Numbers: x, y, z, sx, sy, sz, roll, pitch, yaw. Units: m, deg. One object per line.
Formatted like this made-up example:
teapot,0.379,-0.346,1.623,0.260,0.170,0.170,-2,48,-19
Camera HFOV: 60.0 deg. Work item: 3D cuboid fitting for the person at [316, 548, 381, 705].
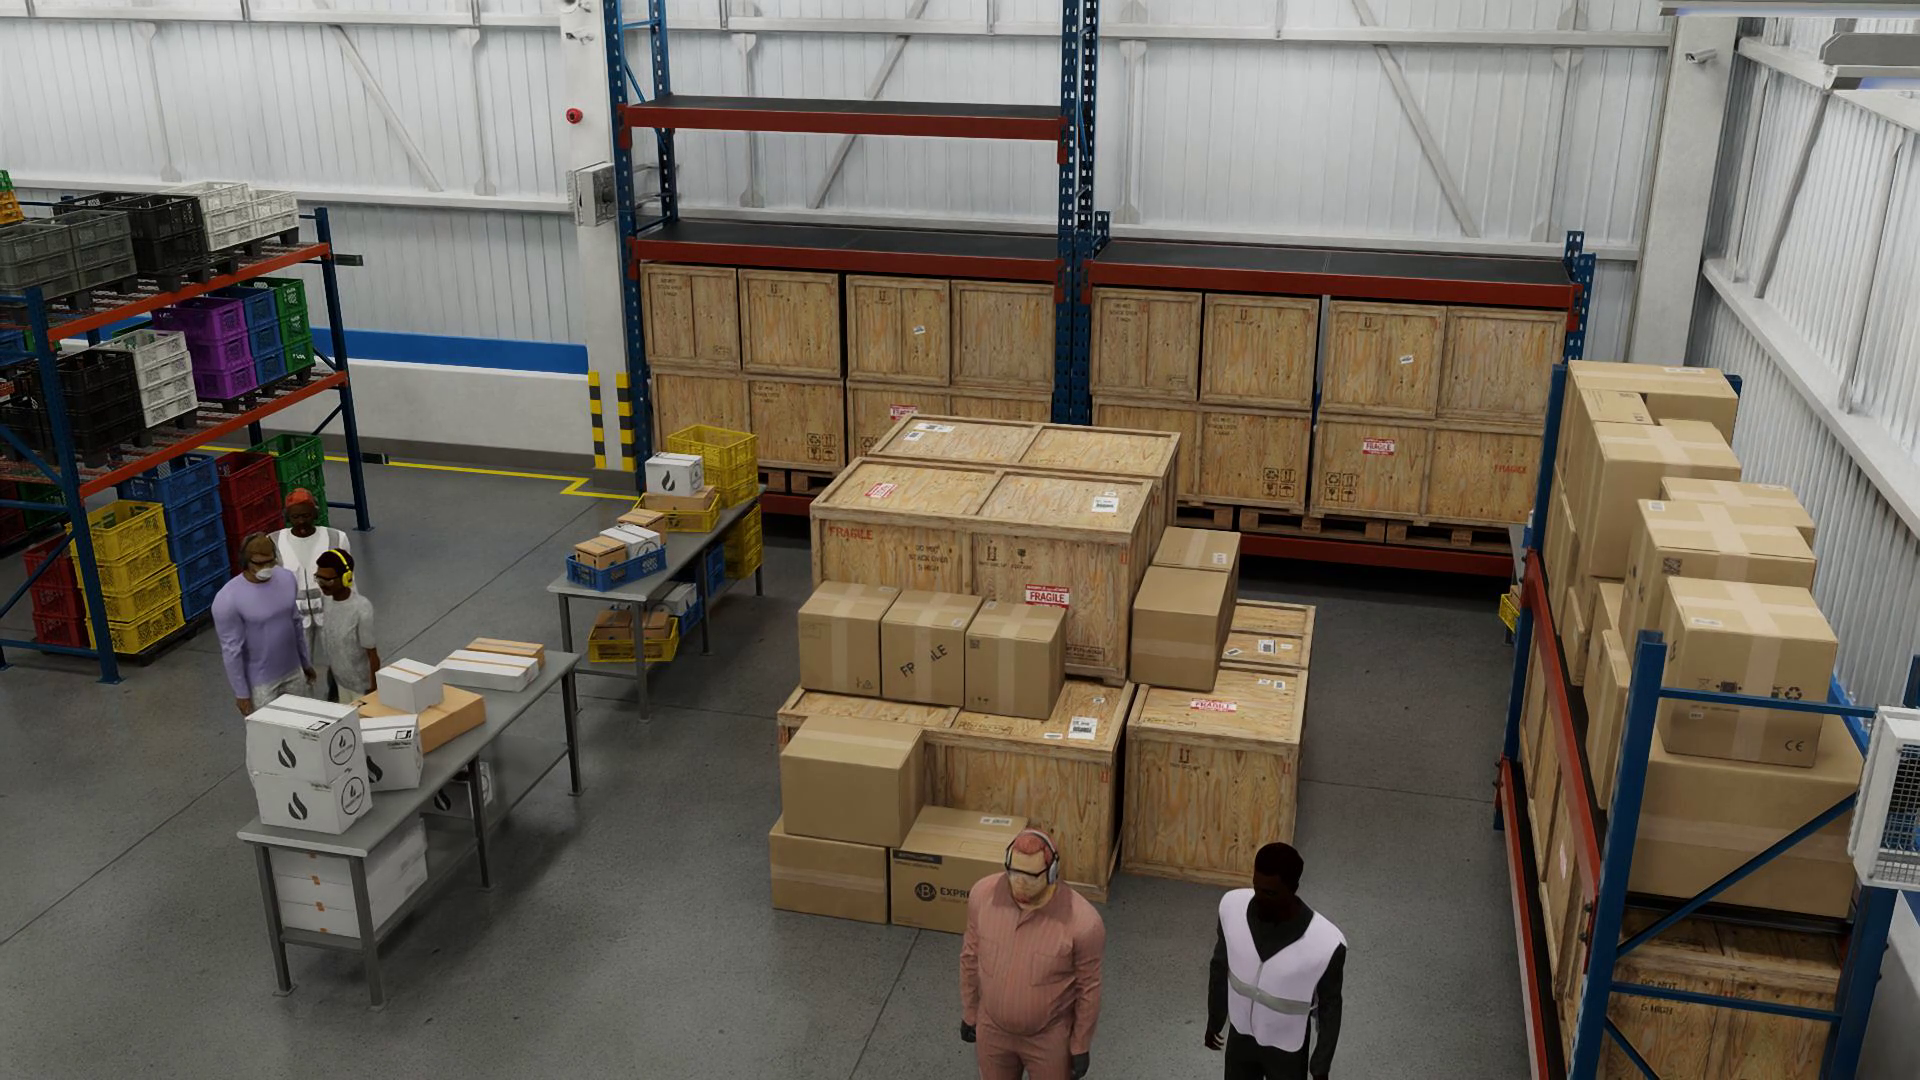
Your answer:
person,-3.795,0.919,10.400,0.514,1.866,0.337,16,26,35

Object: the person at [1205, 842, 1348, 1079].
person,1.337,2.127,7.154,0.597,1.916,0.371,15,26,35

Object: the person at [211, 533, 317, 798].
person,-4.321,0.858,10.454,0.370,1.934,0.627,9,23,22

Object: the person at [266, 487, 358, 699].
person,-4.407,0.535,11.382,0.576,1.878,0.350,-6,22,-15

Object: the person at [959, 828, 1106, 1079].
person,0.284,2.106,7.218,0.643,1.912,0.410,9,23,22
